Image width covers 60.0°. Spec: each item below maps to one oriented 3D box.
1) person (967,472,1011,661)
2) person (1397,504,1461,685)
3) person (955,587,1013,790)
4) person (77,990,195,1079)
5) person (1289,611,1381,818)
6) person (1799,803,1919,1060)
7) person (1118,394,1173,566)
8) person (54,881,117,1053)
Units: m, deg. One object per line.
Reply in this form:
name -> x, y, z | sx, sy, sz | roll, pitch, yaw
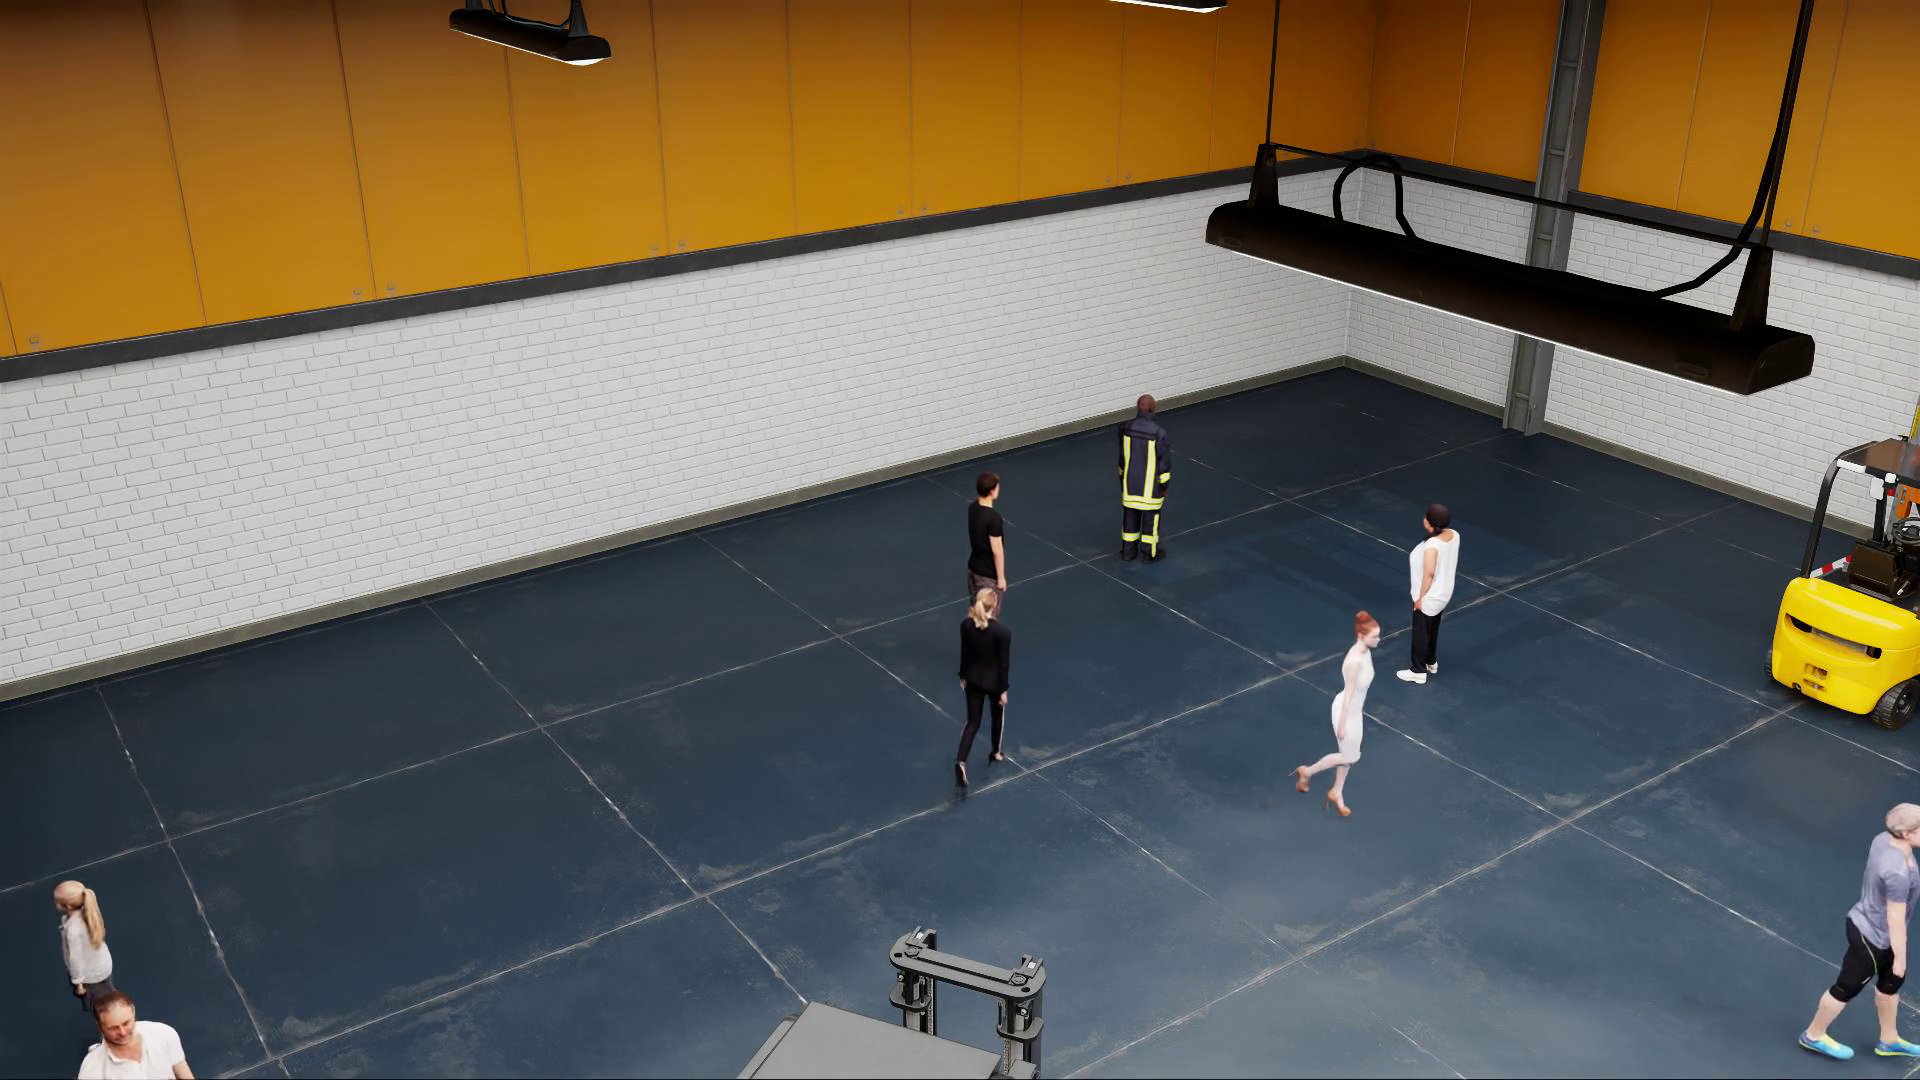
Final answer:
person -> 0.221, 0.258, 15.105 | 0.745, 1.859, 0.523 | -12, 27, -26
person -> 4.187, 0.455, 14.869 | 0.681, 1.688, 0.713 | 19, 30, 37
person -> 0.159, 1.198, 13.181 | 1.091, 1.677, 1.019 | 10, 26, 22
person -> -4.277, 3.060, 8.741 | 1.269, 1.822, 0.843 | 21, 31, 40
person -> 2.882, 1.345, 12.723 | 0.912, 1.776, 0.777 | 11, 26, 24
person -> 5.505, 2.405, 10.197 | 1.117, 1.857, 0.986 | 11, 26, 23
person -> 1.900, -0.645, 17.217 | 0.763, 1.821, 0.905 | 14, 27, 29
person -> -5.361, 2.651, 10.369 | 0.671, 1.268, 0.592 | -4, 24, -8
